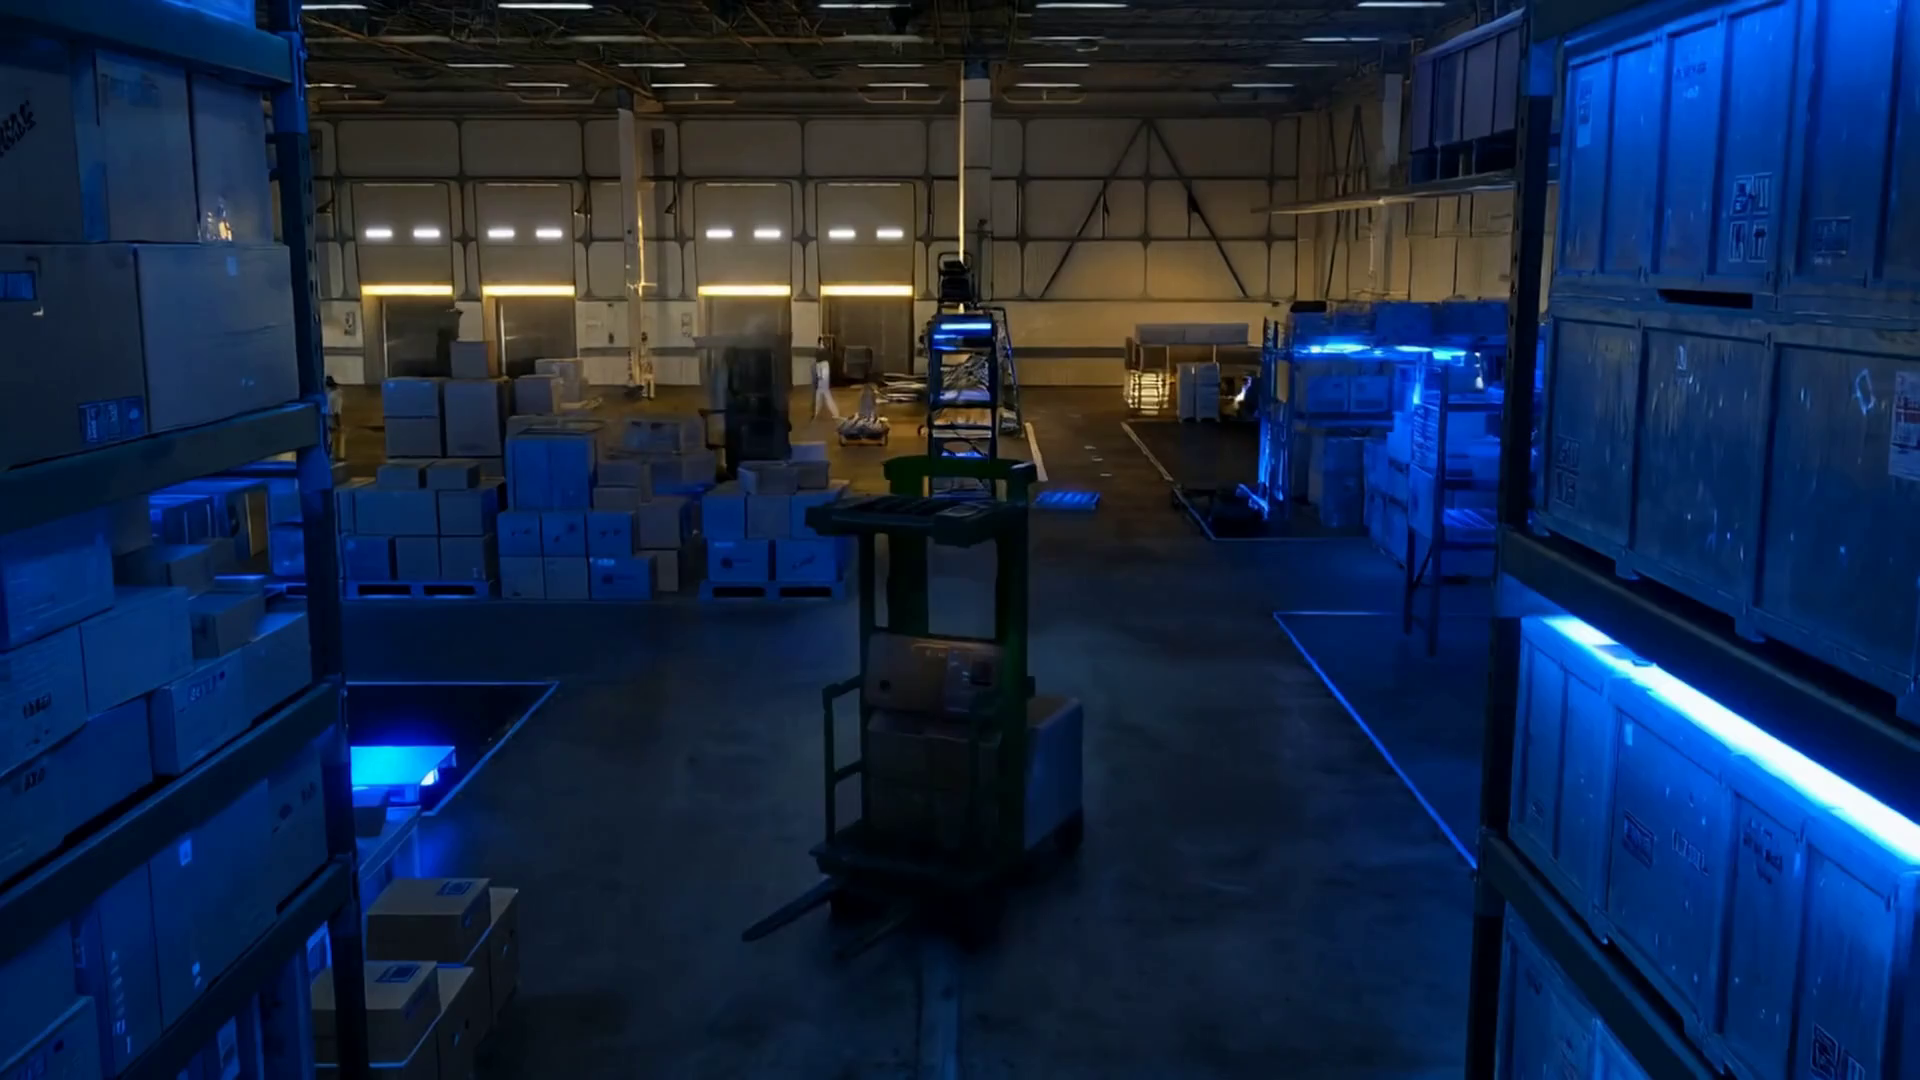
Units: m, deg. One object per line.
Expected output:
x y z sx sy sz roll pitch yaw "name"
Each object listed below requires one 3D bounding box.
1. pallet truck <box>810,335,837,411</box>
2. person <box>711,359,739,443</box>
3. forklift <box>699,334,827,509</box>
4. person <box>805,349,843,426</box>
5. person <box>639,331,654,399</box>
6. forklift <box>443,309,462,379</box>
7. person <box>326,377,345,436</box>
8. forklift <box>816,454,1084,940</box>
-3.021 -4.312 43.126 1.885 1.965 0.823 3 10 17 "pallet truck"
-4.990 -2.934 35.421 0.628 1.923 0.602 -2 10 -11 "person"
-3.126 -1.901 26.671 1.129 2.768 1.873 9 13 41 "forklift"
-3.224 -3.646 39.782 0.972 1.840 0.577 -7 12 -34 "person"
-8.890 -4.946 46.989 0.544 1.929 0.386 8 13 38 "person"
-11.663 -3.918 38.306 1.873 2.768 1.129 -3 10 -17 "forklift"
-11.741 -2.124 30.931 0.561 1.861 0.972 -9 13 -41 "person"
0.009 0.853 10.781 1.129 2.768 1.873 5 11 26 "forklift"
